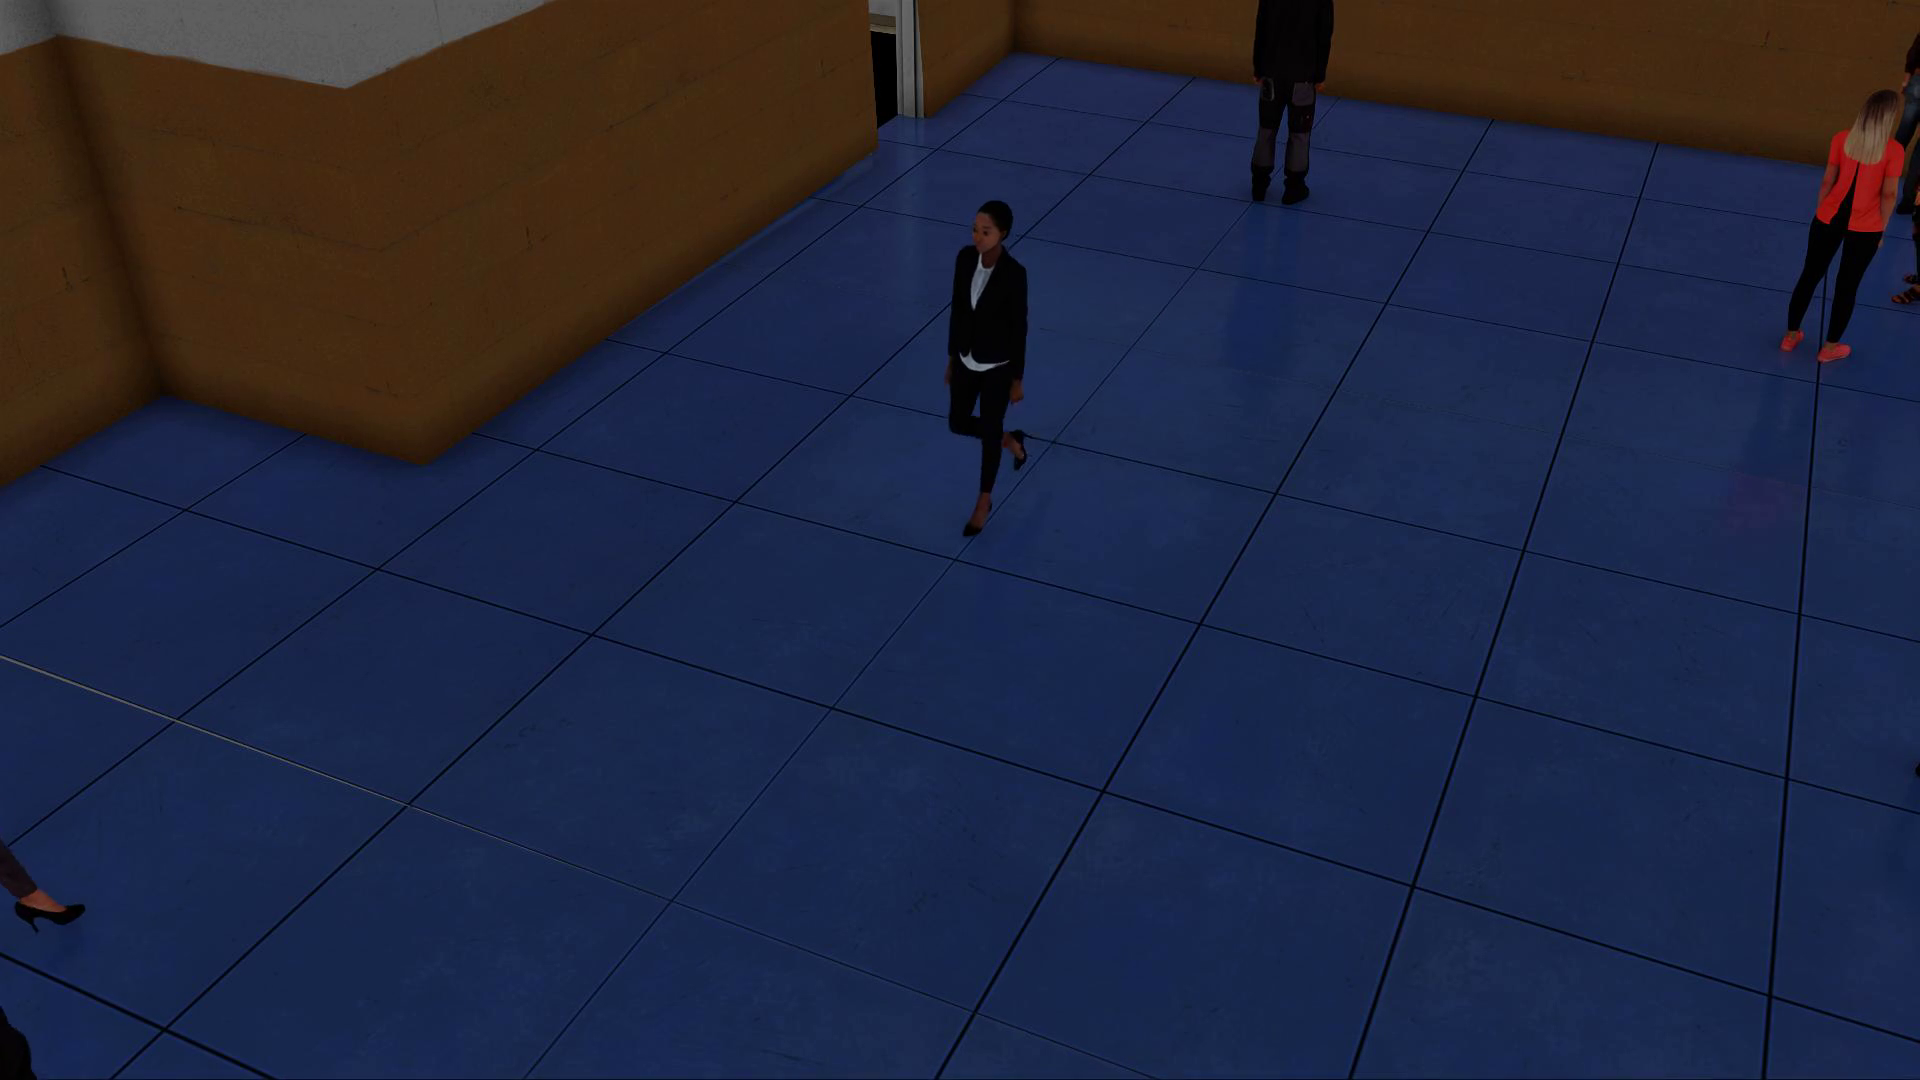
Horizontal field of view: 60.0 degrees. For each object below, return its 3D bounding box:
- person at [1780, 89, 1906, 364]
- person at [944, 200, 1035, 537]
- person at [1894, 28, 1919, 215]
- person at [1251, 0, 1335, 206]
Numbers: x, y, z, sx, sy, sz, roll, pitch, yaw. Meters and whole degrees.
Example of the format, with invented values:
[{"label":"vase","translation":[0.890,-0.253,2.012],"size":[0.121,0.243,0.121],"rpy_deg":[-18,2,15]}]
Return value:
[{"label":"person","translation":[5.404,-1.912,10.139],"size":[0.726,1.694,0.598],"rpy_deg":[-26,42,-34]},{"label":"person","translation":[0.180,-0.885,8.479],"size":[0.859,1.823,0.793],"rpy_deg":[23,40,31]},{"label":"person","translation":[7.062,-3.267,12.100],"size":[0.771,1.778,0.687],"rpy_deg":[-15,36,-21]},{"label":"person","translation":[2.417,-3.442,12.212],"size":[0.530,1.945,0.771],"rpy_deg":[12,36,18]}]
